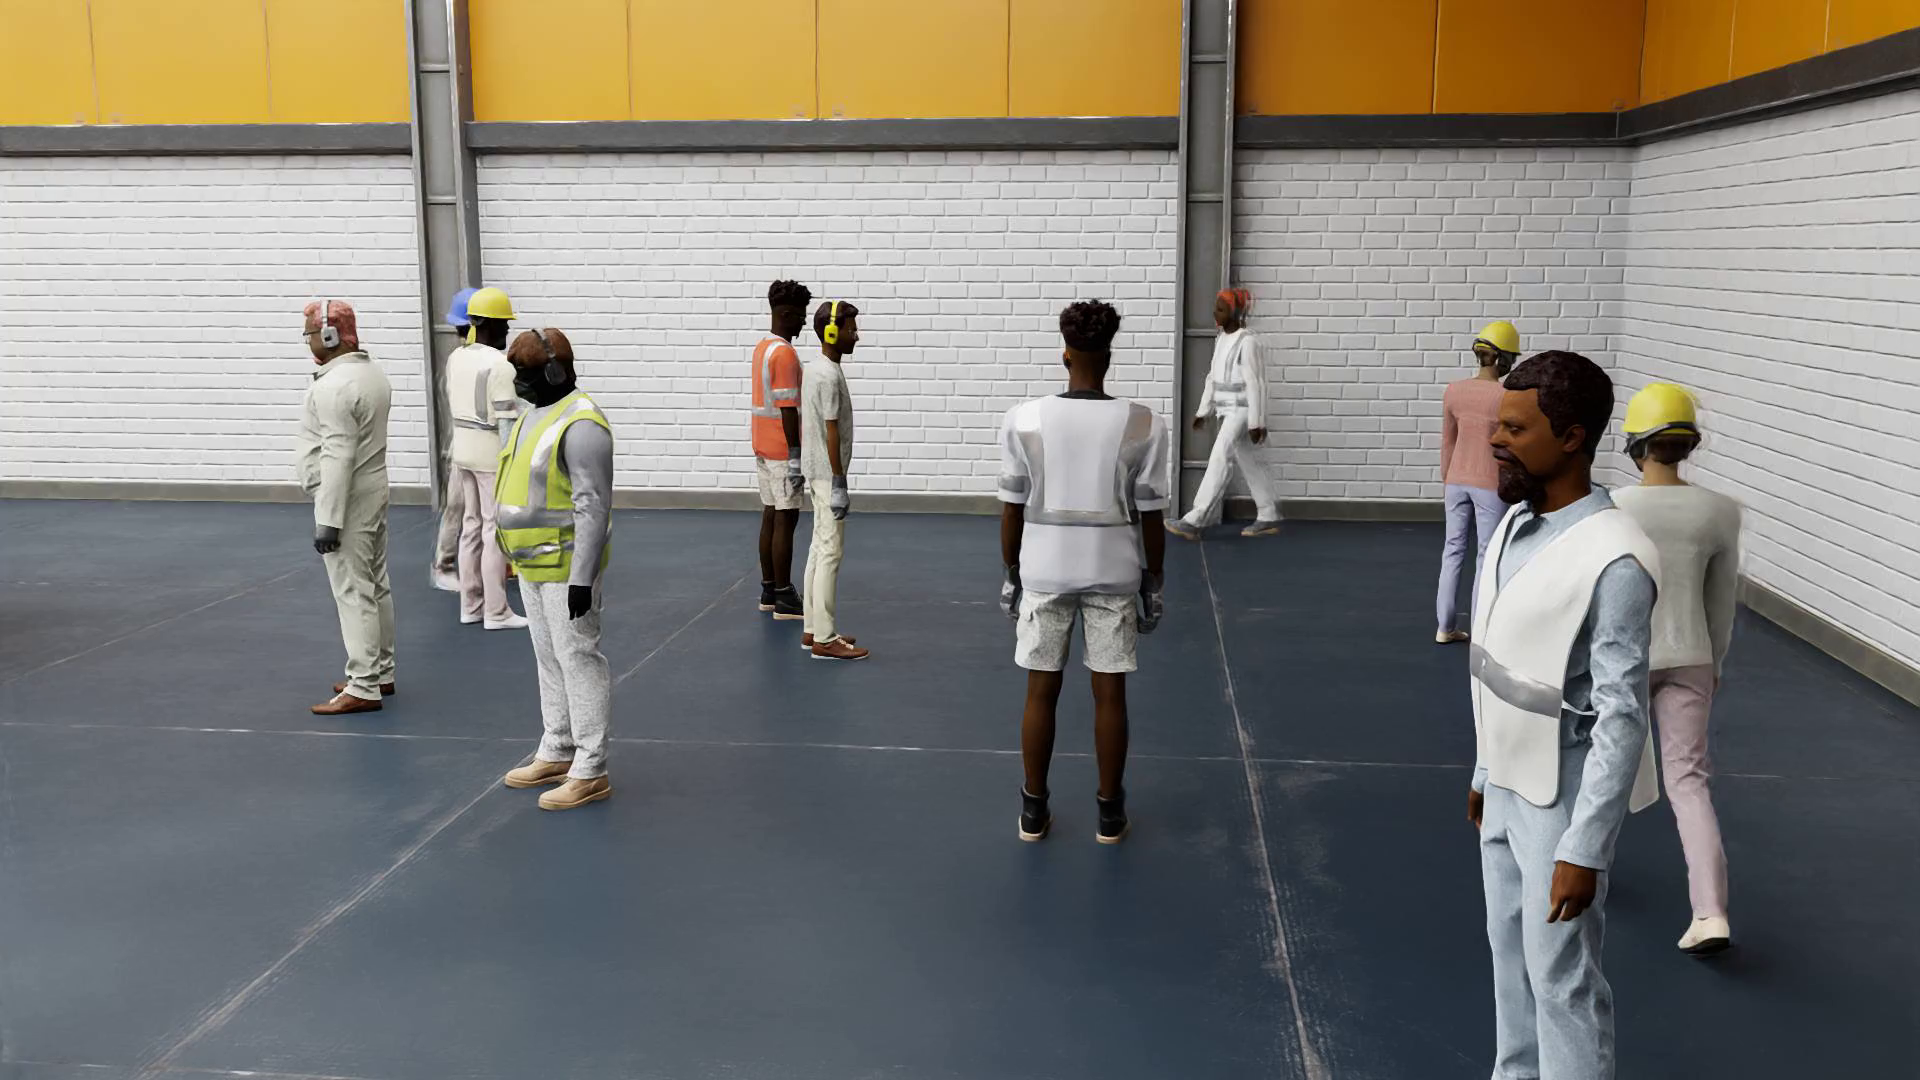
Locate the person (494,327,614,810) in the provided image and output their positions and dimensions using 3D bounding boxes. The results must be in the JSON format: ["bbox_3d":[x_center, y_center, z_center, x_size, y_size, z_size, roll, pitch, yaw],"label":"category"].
[{"bbox_3d":[-1.557,0.106,6.395,0.429,1.838,0.621,-7,12,-34],"label":"person"}]

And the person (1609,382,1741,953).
[{"bbox_3d":[2.165,0.379,5.159,0.538,1.727,0.896,0,10,-1],"label":"person"}]

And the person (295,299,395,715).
[{"bbox_3d":[-2.841,-0.152,7.680,0.410,1.905,0.641,-1,10,-4],"label":"person"}]

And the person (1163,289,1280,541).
[{"bbox_3d":[1.957,-0.912,12.217,0.989,1.831,0.575,-1,10,-8],"label":"person"}]

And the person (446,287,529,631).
[{"bbox_3d":[-2.638,-0.452,9.360,0.589,1.918,0.402,9,13,43],"label":"person"}]

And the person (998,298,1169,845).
[{"bbox_3d":[0.434,0.126,5.939,0.606,1.960,0.374,1,10,8],"label":"person"}]

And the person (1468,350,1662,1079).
[{"bbox_3d":[1.267,0.556,3.579,0.390,1.920,0.587,-1,10,-3],"label":"person"}]

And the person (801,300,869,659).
[{"bbox_3d":[-0.674,-0.313,8.709,0.311,1.864,0.533,-3,10,-15],"label":"person"}]

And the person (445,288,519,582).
[{"bbox_3d":[-2.999,-0.634,10.471,0.569,1.890,0.673,-5,11,-25],"label":"person"}]

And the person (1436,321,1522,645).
[{"bbox_3d":[2.778,-0.275,8.813,0.342,1.756,0.532,-7,12,-37],"label":"person"}]

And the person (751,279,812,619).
[{"bbox_3d":[-1.016,-0.522,9.637,0.371,1.959,0.602,-4,11,-21],"label":"person"}]
